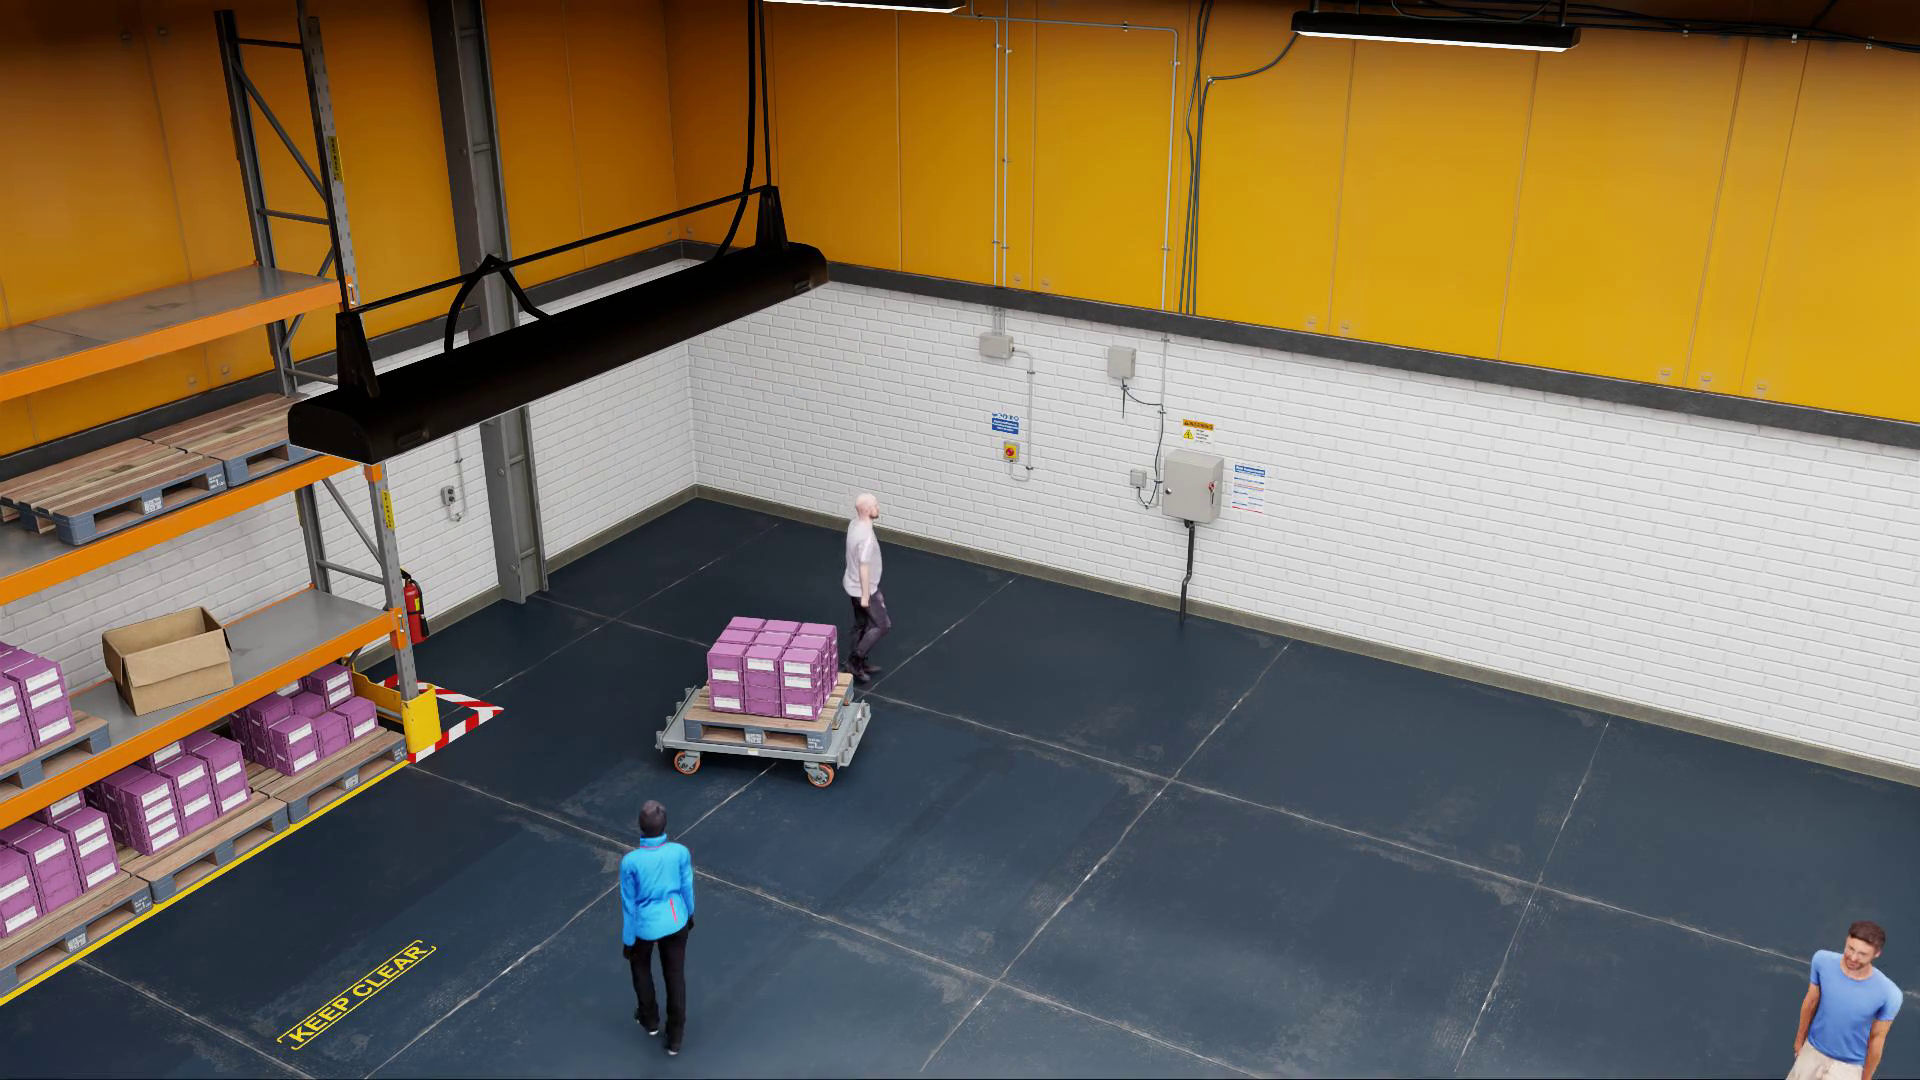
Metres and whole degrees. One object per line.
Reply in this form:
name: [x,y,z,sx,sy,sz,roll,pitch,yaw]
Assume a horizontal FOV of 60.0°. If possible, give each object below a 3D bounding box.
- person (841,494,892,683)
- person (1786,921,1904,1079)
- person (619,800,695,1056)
person: [-0.963,0.434,15.050,0.892,1.821,0.831,-6,24,-13]
person: [5.009,2.885,9.417,0.967,1.841,0.799,-20,30,-38]
person: [-1.866,2.481,10.418,0.821,1.781,0.885,-9,25,-21]
